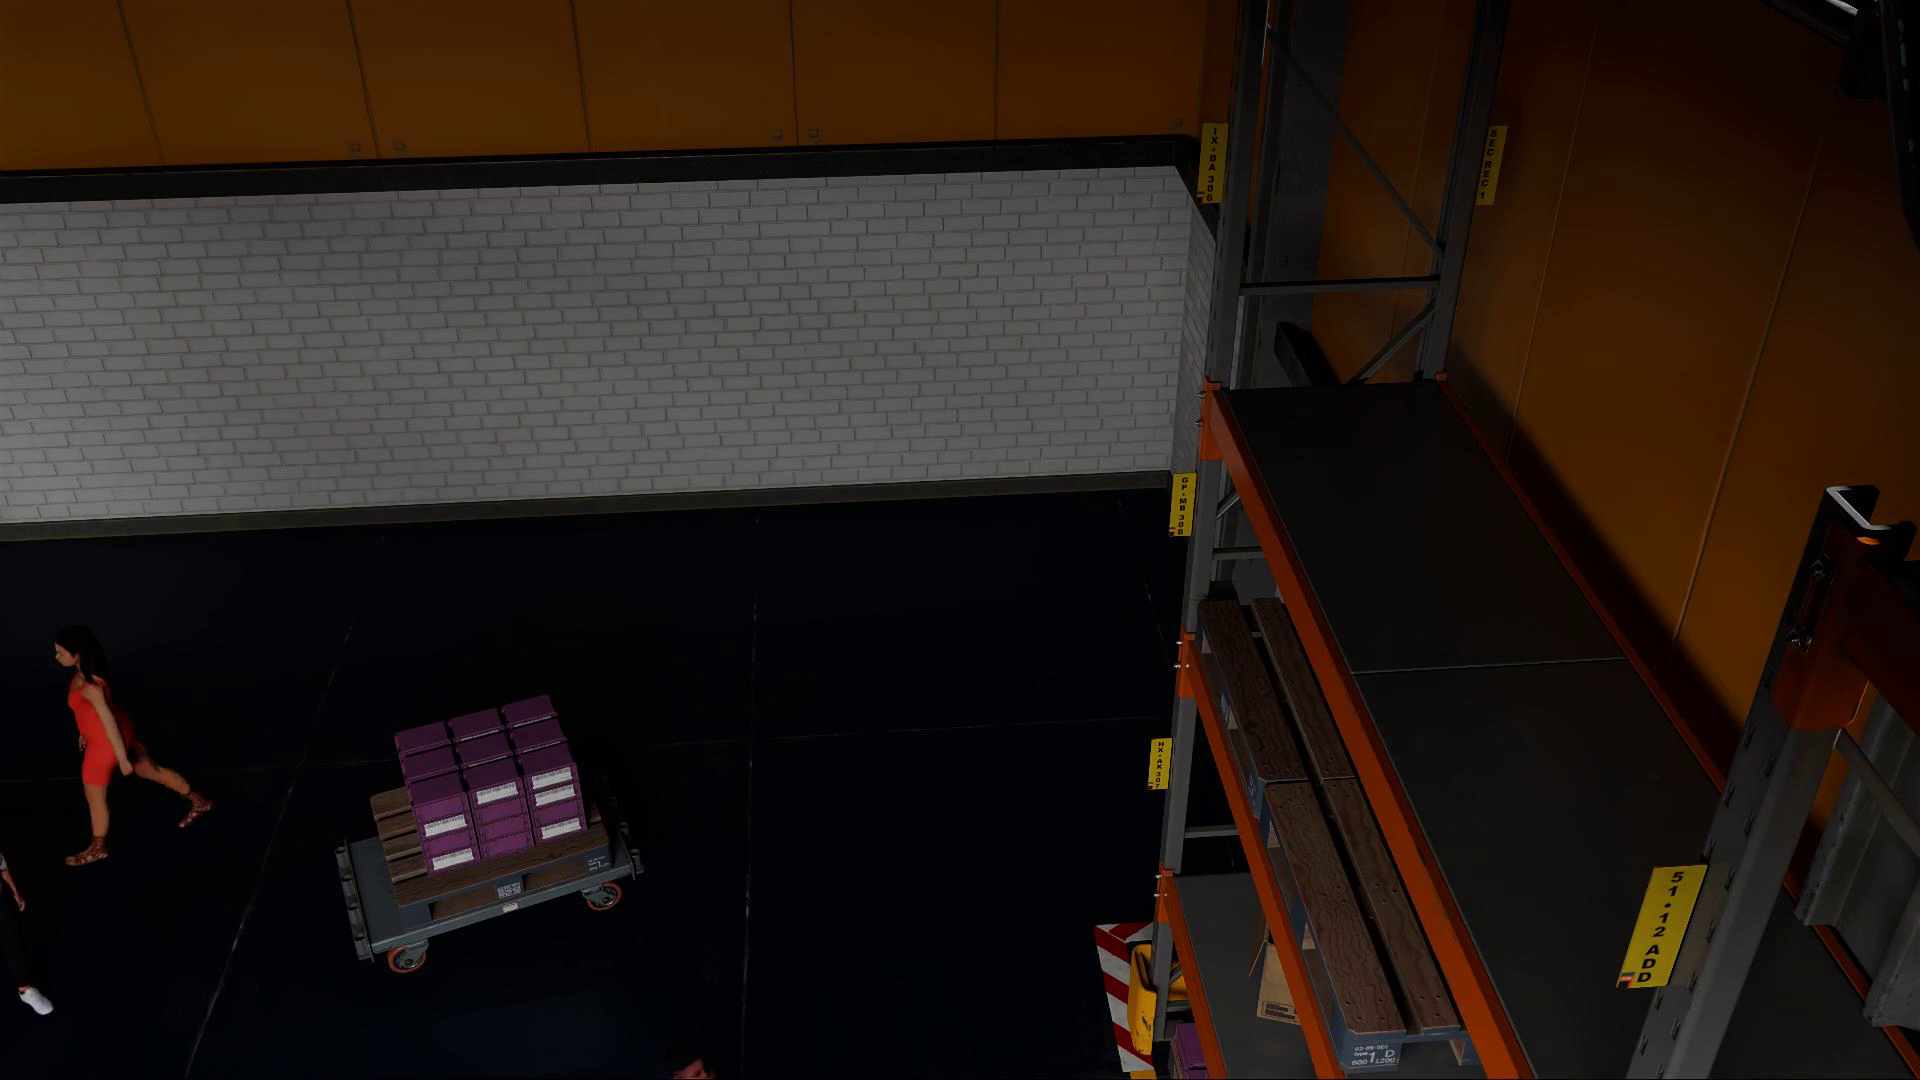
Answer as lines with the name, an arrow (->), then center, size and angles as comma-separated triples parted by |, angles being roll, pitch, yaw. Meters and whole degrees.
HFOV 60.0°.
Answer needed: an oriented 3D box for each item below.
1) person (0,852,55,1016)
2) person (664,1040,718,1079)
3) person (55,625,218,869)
person -> -5.361, 1.946, 8.970 | 0.857, 1.615, 0.820 | 15, 37, 22
person -> -1.254, 2.840, 7.949 | 0.649, 1.255, 0.538 | 11, 35, 17
person -> -5.033, 1.192, 10.045 | 0.907, 1.679, 1.131 | -14, 36, -21
